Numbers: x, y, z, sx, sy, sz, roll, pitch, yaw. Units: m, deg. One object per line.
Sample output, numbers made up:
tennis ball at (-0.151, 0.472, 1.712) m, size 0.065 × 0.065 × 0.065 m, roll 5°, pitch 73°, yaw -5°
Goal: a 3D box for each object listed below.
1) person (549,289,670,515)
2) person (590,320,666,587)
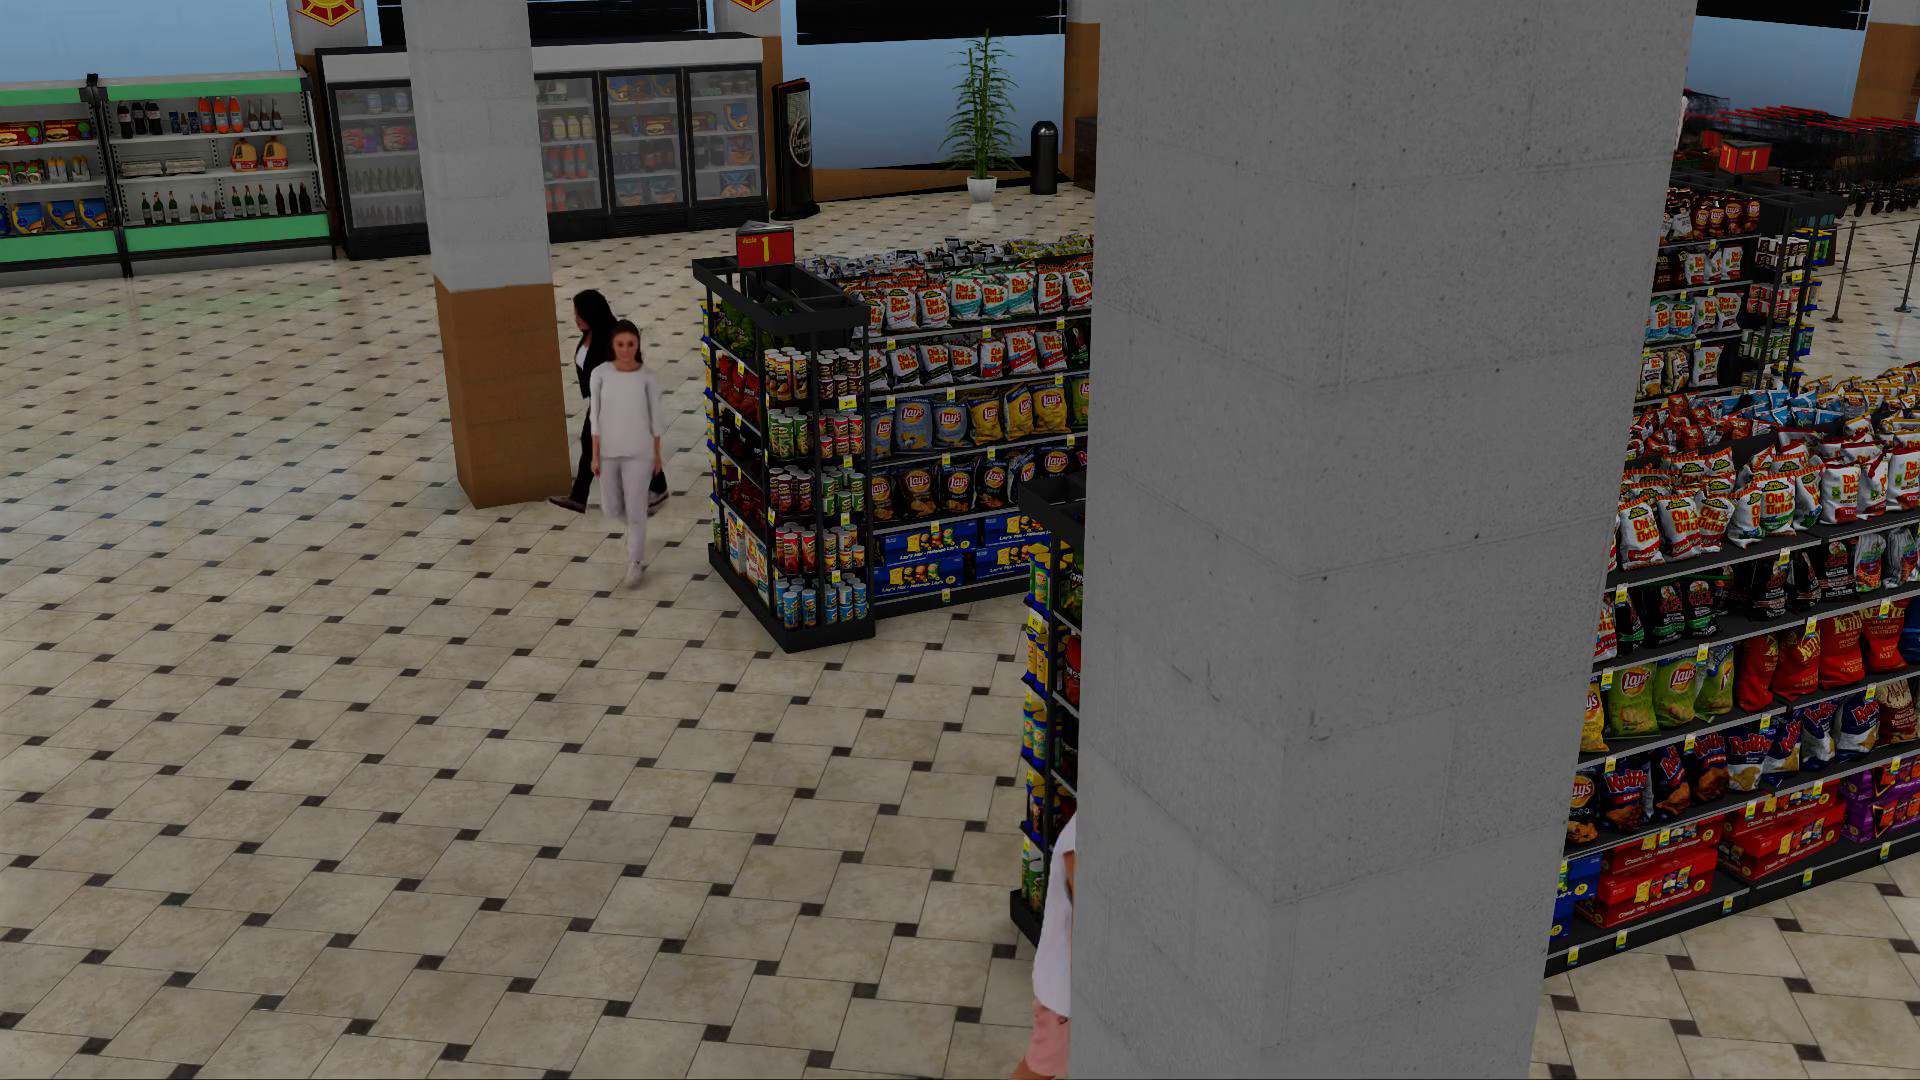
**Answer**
person at (-2.324, -0.945, 11.477) m, size 1.160 × 1.564 × 0.920 m, roll -18°, pitch 28°, yaw -37°
person at (-2.076, -0.568, 10.392) m, size 0.882 × 1.673 × 0.872 m, roll 0°, pitch 22°, yaw -1°
